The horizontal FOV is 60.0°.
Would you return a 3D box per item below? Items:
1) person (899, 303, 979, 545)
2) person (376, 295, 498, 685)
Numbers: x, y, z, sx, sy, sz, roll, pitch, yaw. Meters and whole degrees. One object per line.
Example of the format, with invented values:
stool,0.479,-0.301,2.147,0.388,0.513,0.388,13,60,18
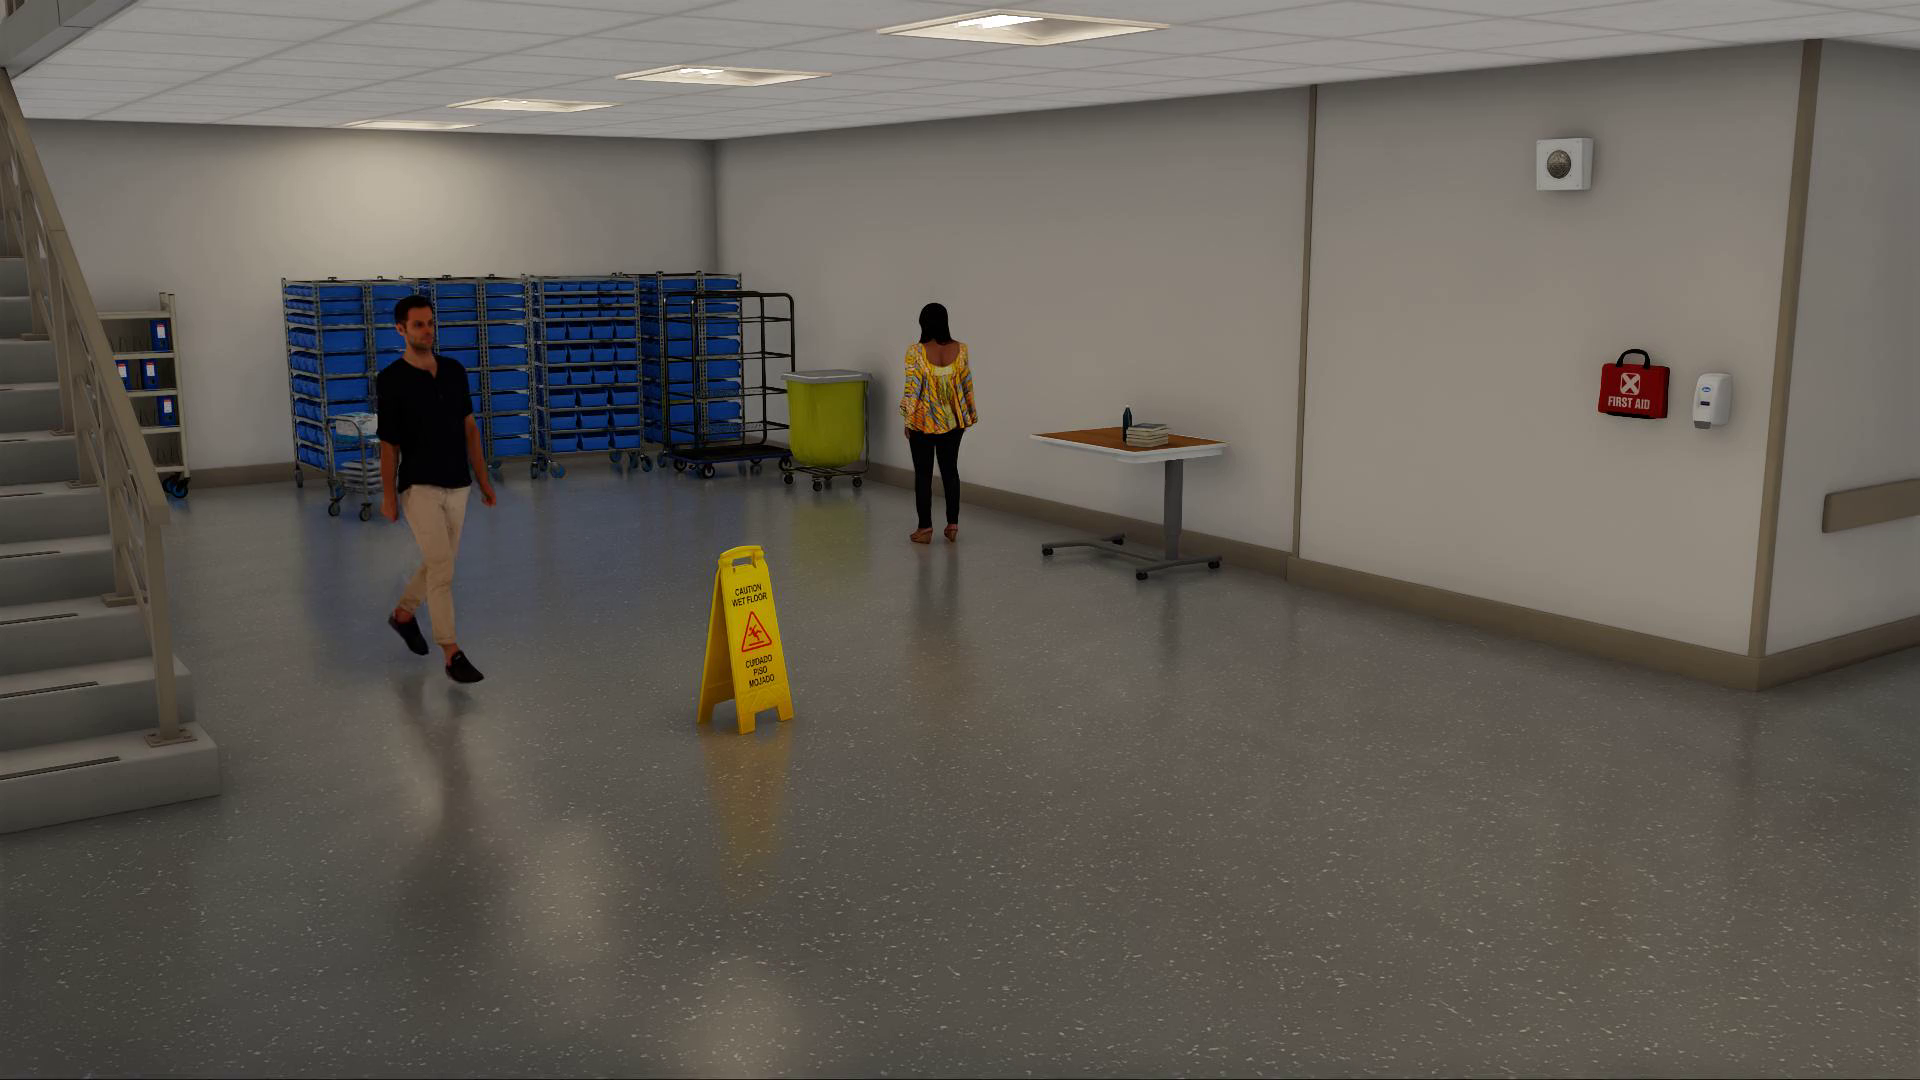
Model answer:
person,-0.170,-0.807,11.486,0.749,1.655,0.783,-5,12,-26
person,-2.601,-0.242,8.066,1.241,1.819,0.899,8,13,35
